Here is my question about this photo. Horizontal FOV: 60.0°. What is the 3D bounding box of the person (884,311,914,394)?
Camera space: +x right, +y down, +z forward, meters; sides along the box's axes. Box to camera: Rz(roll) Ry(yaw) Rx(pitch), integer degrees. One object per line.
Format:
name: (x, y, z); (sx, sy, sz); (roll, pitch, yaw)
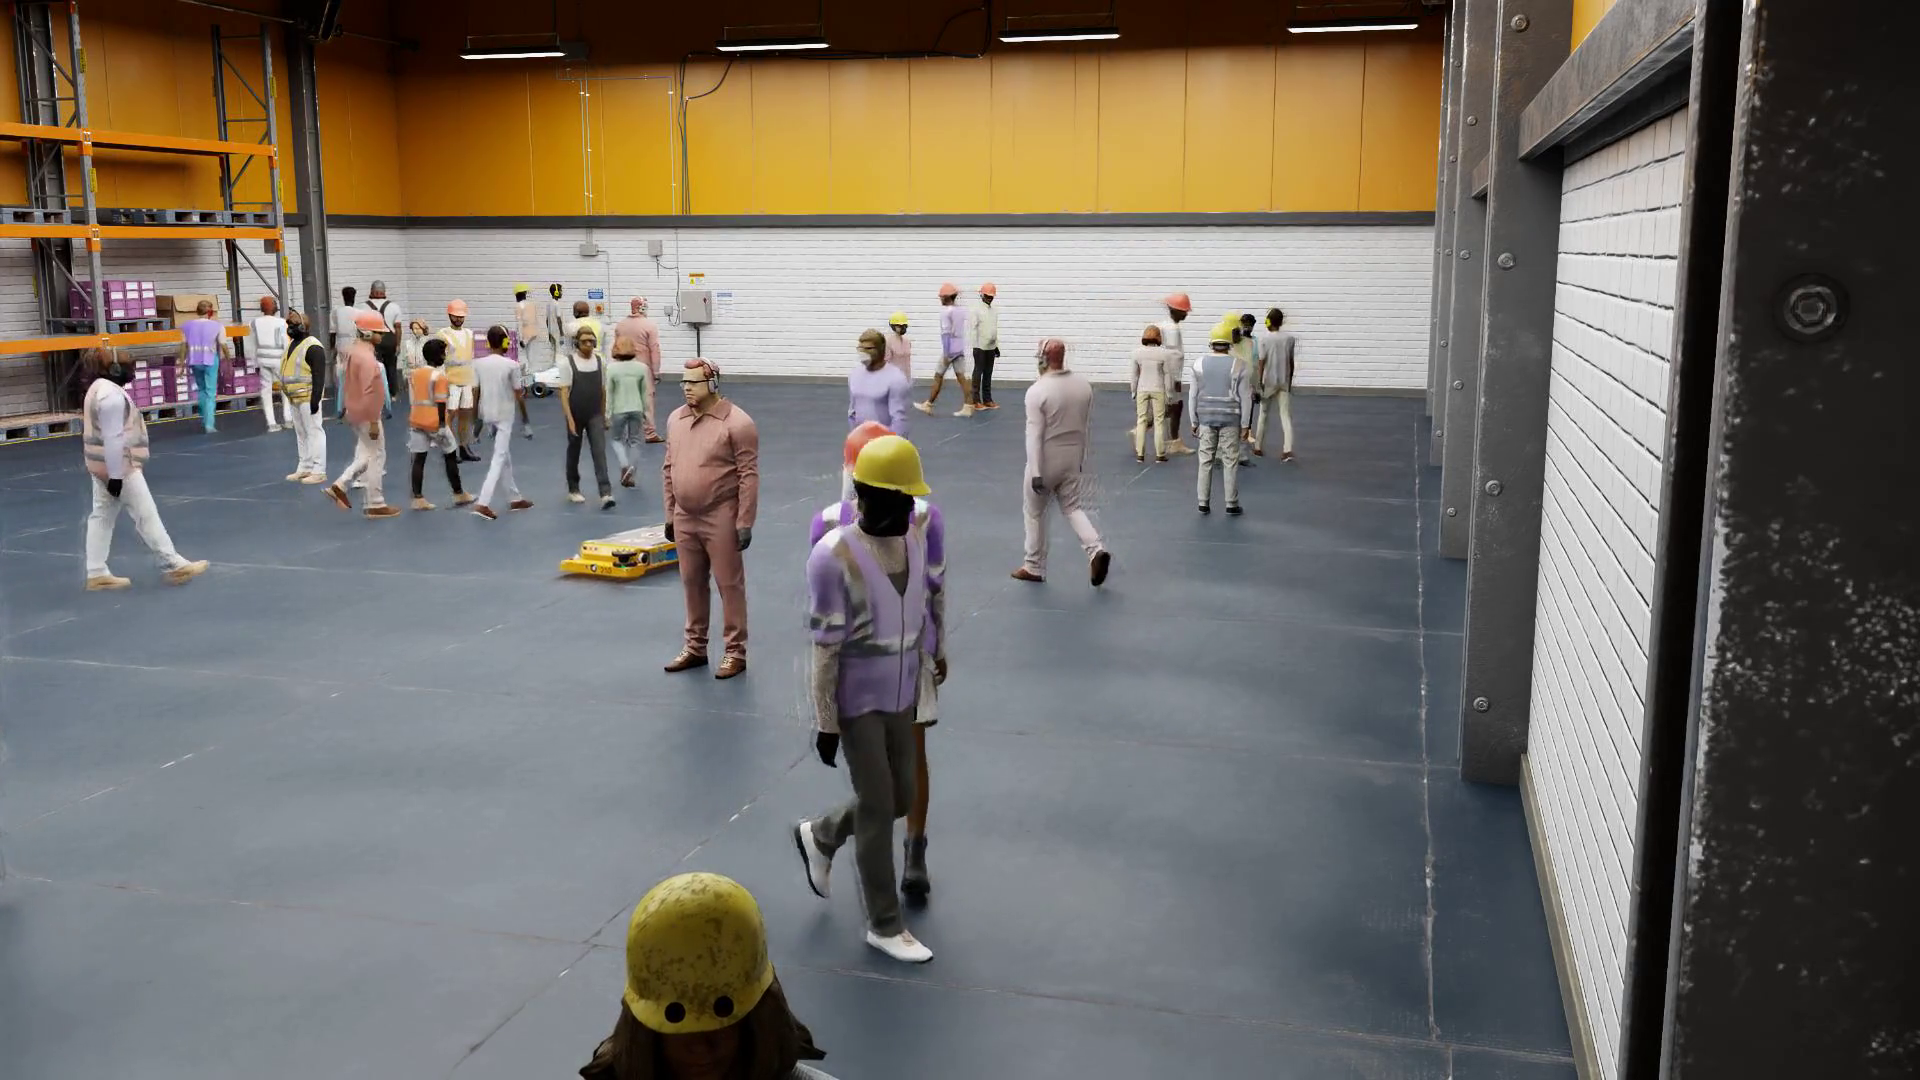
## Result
person: (-0.743, -1.908, 20.334); (0.310, 1.768, 0.533); (7, 12, 33)

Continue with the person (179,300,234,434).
person: (-10.341, -2.387, 22.886); (0.612, 1.811, 0.800); (0, 10, -2)

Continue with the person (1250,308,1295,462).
person: (3.778, -1.859, 19.906); (0.526, 1.827, 0.943); (-1, 10, -8)

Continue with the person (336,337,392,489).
person: (-6.323, -1.364, 17.727); (0.514, 1.599, 0.781); (3, 10, 14)

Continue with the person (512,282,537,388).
person: (-7.874, -3.690, 30.025); (0.484, 1.911, 0.588); (4, 11, 22)

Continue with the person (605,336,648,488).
person: (-3.513, -1.340, 17.525); (0.507, 1.619, 0.383); (-5, 11, -28)

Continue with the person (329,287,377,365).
person: (-9.416, -2.965, 25.859); (0.619, 1.917, 0.966); (0, 10, 3)

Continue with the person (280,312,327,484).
person: (-7.097, -1.529, 17.972); (0.619, 1.845, 0.430); (9, 14, 42)

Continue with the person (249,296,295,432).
person: (-9.508, -2.449, 23.125); (0.615, 1.855, 0.744); (0, 10, 2)

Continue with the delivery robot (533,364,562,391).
delivery robot: (-6.853, -2.743, 28.224); (0.707, 0.478, 0.477); (0, 10, 1)

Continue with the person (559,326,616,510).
person: (-3.654, -1.195, 16.250); (0.498, 1.785, 1.008); (-6, 12, -31)

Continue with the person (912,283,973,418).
person: (-0.221, -2.818, 24.832); (1.017, 1.991, 0.640); (6, 12, 30)

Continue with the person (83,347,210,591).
person: (-6.153, -0.536, 12.445); (0.901, 1.803, 0.660); (-7, 12, -36)

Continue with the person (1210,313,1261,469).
person: (3.159, -1.696, 19.083); (0.649, 1.794, 0.407); (-4, 11, -19)

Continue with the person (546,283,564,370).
person: (-7.453, -3.800, 30.754); (0.312, 1.869, 0.538); (-8, 13, -38)

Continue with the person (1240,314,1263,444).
person: (3.675, -2.071, 21.468); (0.537, 1.690, 0.322); (-3, 10, -17)

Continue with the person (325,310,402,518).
person: (-5.578, -1.160, 15.529); (0.559, 1.967, 0.627); (-6, 12, -32)

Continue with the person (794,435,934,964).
person: (-0.364, 0.548, 6.064); (0.698, 1.900, 0.584); (8, 13, 39)

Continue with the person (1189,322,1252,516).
person: (2.471, -1.138, 15.768); (0.599, 1.836, 0.404); (4, 11, 22)

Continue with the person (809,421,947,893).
person: (-0.328, 0.447, 6.711); (0.551, 1.867, 0.961); (0, 10, -1)

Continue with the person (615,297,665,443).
person: (-4.156, -2.209, 21.655); (0.643, 1.903, 0.399); (5, 11, 24)

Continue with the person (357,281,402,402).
person: (-9.404, -3.214, 26.952); (0.694, 2.000, 0.961); (-4, 11, -19)

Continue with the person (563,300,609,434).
person: (-5.063, -2.342, 22.617); (0.640, 1.826, 0.559); (-9, 14, -42)

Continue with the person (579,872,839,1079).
person: (-0.337, 1.289, 2.293); (0.491, 1.744, 0.295); (-3, 10, -14)

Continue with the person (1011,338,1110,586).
person: (0.751, -0.579, 12.483); (0.640, 1.877, 0.805); (-7, 12, -36)

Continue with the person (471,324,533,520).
person: (-4.359, -1.121, 15.734); (0.544, 1.826, 0.986); (4, 11, 22)

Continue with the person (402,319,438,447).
person: (-6.857, -1.996, 21.193); (0.513, 1.639, 0.307); (2, 10, 11)

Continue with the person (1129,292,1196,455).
person: (2.480, -2.008, 20.211); (0.720, 2.013, 0.634); (2, 10, 10)

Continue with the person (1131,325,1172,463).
person: (2.265, -1.729, 19.696); (0.497, 1.633, 0.287); (3, 11, 19)

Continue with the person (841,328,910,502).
person: (-0.723, -0.662, 12.845); (0.662, 1.914, 0.773); (9, 13, 40)

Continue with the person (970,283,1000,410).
person: (0.409, -3.032, 26.079); (0.393, 1.985, 0.611); (8, 13, 40)

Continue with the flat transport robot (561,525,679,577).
flat transport robot: (-2.489, 0.063, 13.402); (0.652, 0.197, 1.431); (5, 11, 27)

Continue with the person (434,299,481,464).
person: (-5.916, -1.873, 19.656); (0.376, 1.934, 0.547); (6, 12, 32)

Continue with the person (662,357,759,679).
person: (-1.508, -0.130, 9.866); (0.648, 1.907, 0.401); (6, 11, 29)

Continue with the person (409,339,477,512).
person: (-5.055, -1.124, 16.168); (0.531, 1.655, 0.790); (6, 12, 31)
